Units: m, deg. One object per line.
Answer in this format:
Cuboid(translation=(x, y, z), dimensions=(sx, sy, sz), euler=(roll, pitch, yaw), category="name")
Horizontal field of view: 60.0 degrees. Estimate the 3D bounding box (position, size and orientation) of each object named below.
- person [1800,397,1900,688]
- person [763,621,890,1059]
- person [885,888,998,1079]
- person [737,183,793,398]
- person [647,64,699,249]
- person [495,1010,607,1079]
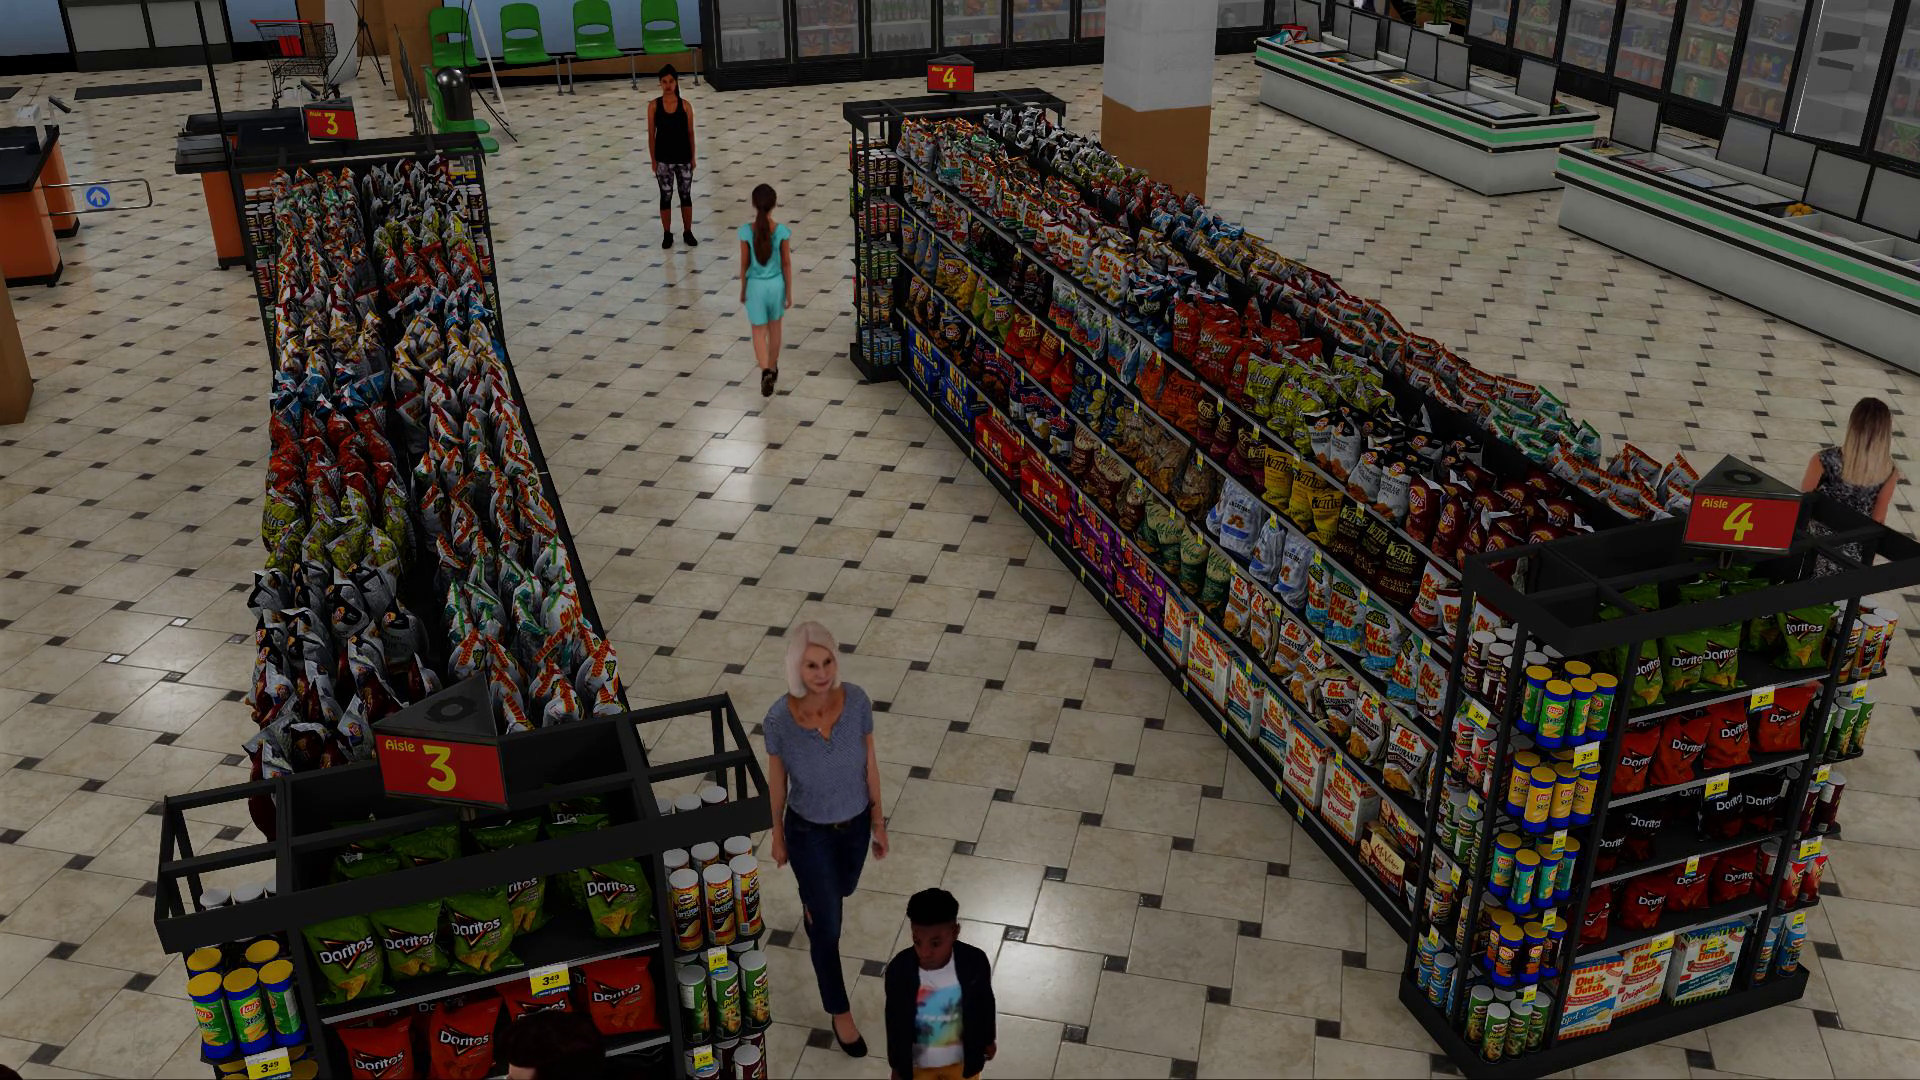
Cuboid(translation=(4.227, 0.173, 8.083), dimensions=(0.905, 1.654, 1.236), euler=(2, 27, 4), category="person")
Cuboid(translation=(-0.522, 1.042, 6.323), dimensions=(0.643, 1.696, 1.103), euler=(-12, 29, -23), category="person")
Cuboid(translation=(-0.067, 1.652, 5.611), dimensions=(0.648, 1.252, 0.782), euler=(-2, 27, -3), category="person")
Cuboid(translation=(-1.417, -1.800, 12.101), dimensions=(0.681, 1.538, 1.016), euler=(-3, 27, -7), category="person")
Cuboid(translation=(-2.663, -3.559, 15.436), dimensions=(0.584, 1.660, 0.518), euler=(-8, 28, -15), category="person")
Cuboid(translation=(-0.934, 1.965, 4.282), dimensions=(0.743, 1.897, 0.502), euler=(-10, 29, -19), category="person")
